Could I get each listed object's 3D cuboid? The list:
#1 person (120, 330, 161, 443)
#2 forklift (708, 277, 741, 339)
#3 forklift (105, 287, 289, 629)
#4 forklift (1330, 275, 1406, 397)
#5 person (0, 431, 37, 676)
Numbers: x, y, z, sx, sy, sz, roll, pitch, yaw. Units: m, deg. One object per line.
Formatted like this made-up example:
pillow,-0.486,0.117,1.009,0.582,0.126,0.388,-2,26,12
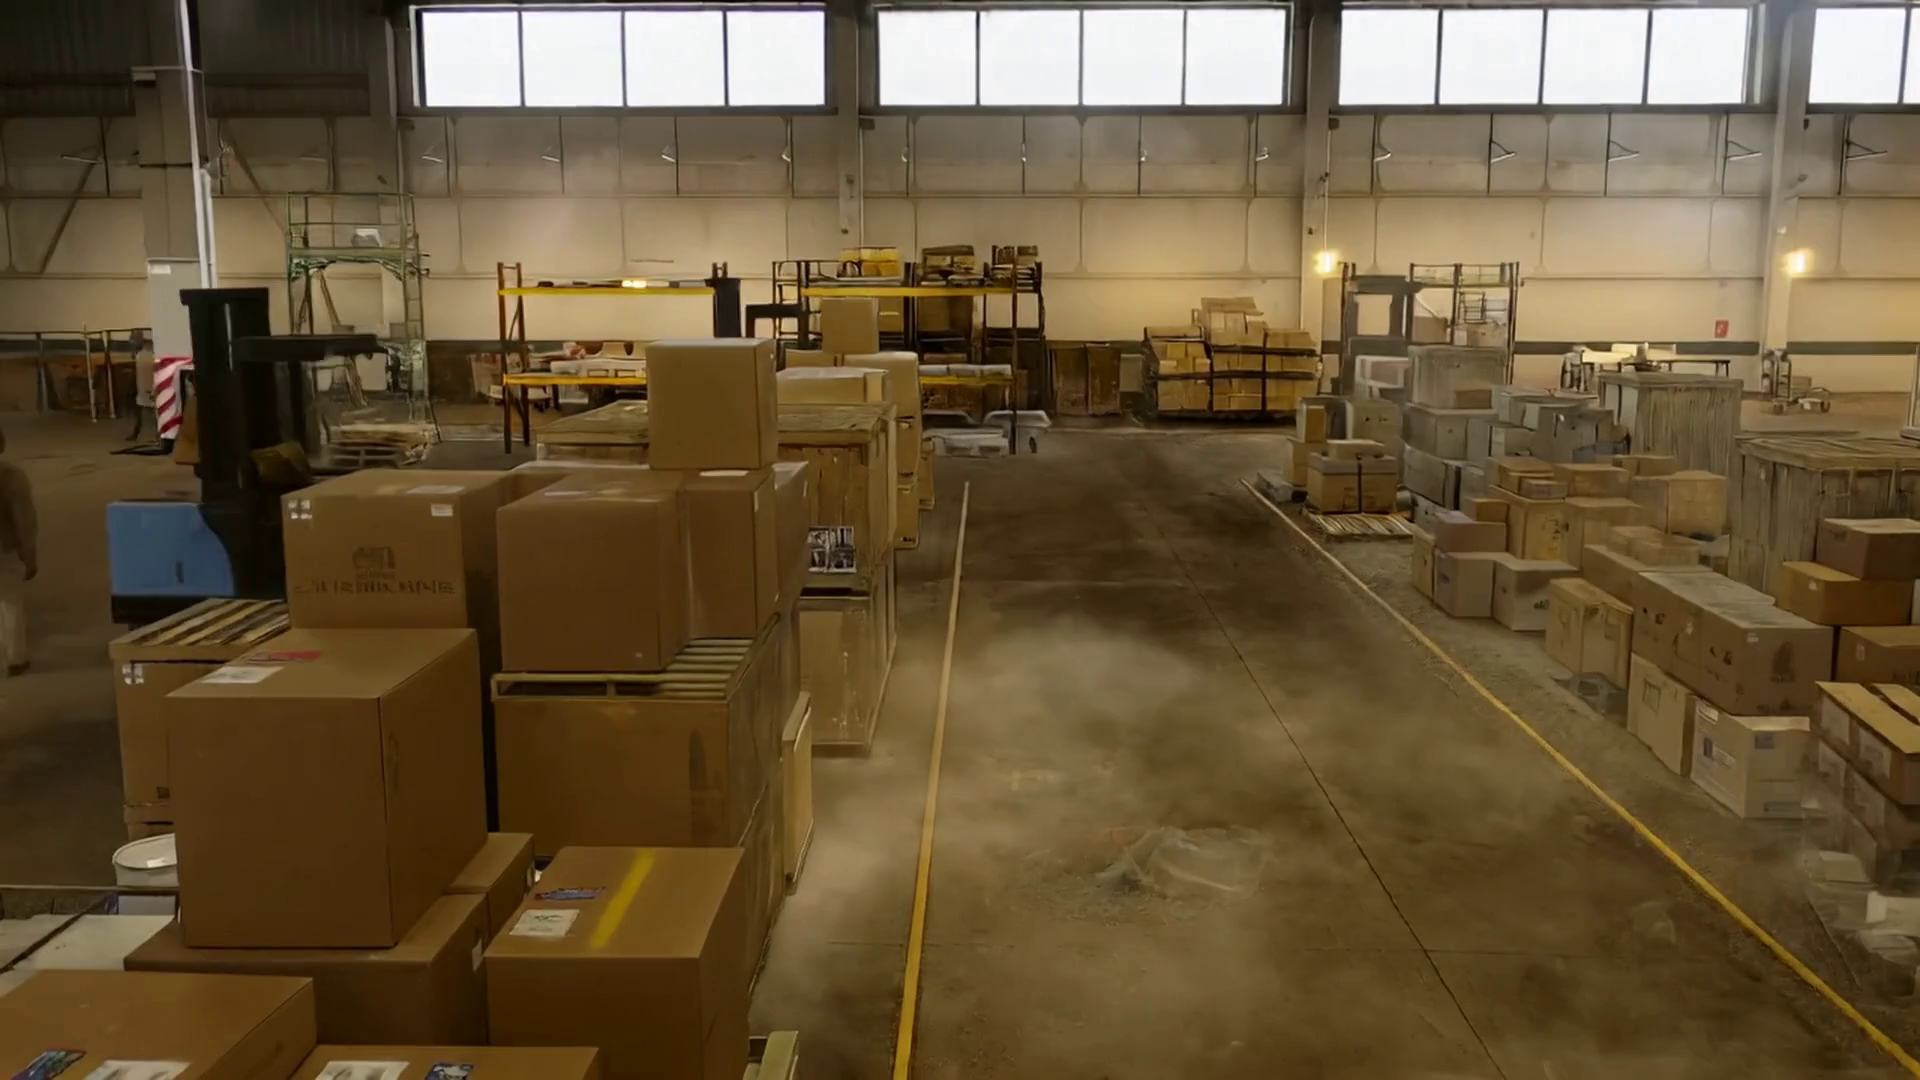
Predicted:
person,-13.821,-2.574,27.981,0.868,1.894,0.584,-5,11,-27
forklift,-3.325,-2.387,23.932,1.873,2.768,1.129,-1,10,-6
forklift,-6.048,-0.715,13.921,1.873,2.768,1.129,0,9,1
forklift,6.849,-3.006,27.640,1.129,2.768,1.873,0,9,1
person,-6.960,0.103,11.926,0.637,1.913,0.847,-3,10,-15
